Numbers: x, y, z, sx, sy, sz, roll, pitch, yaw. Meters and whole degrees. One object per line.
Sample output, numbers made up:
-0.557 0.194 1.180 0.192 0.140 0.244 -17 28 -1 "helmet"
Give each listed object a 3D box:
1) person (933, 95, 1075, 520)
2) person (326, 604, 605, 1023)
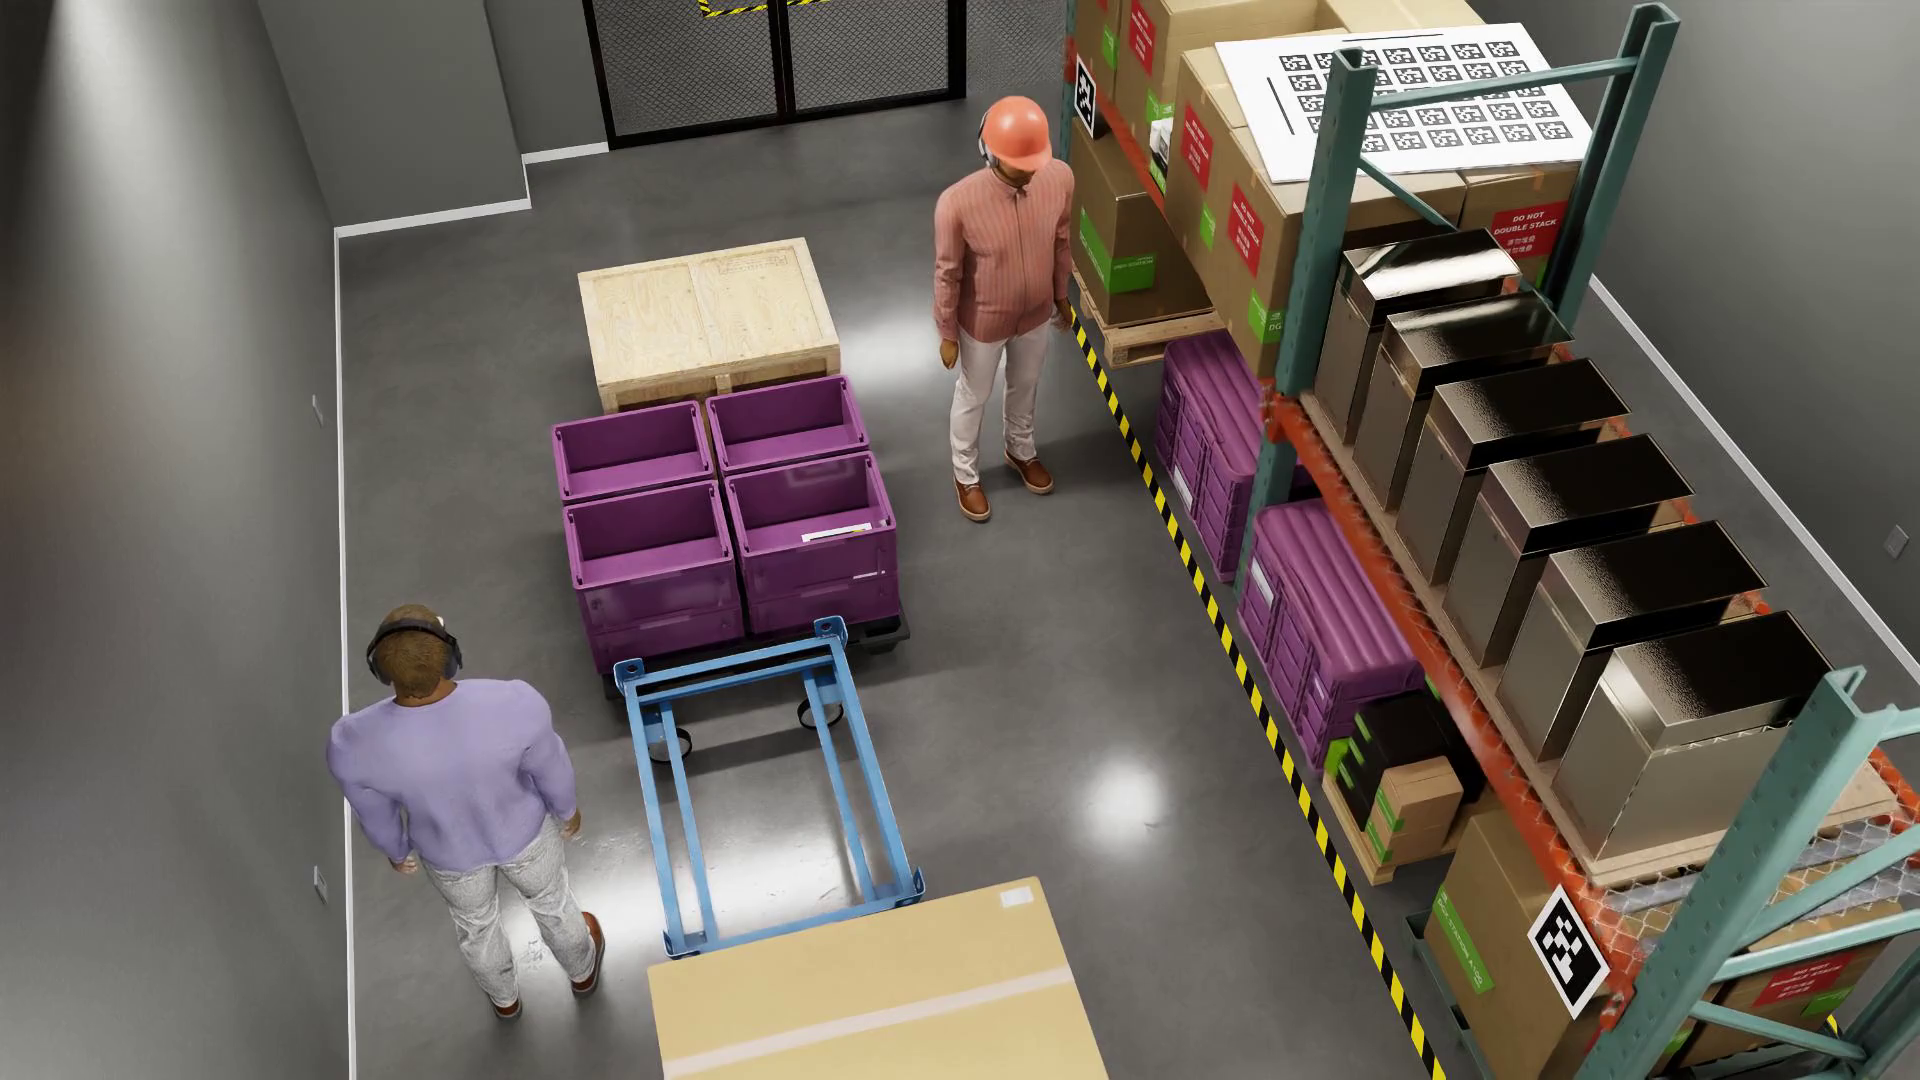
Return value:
0.190 -0.913 6.688 0.625 1.991 0.392 -22 51 -19 "person"
-1.467 0.874 5.083 0.627 1.940 0.372 -13 49 -11 "person"
